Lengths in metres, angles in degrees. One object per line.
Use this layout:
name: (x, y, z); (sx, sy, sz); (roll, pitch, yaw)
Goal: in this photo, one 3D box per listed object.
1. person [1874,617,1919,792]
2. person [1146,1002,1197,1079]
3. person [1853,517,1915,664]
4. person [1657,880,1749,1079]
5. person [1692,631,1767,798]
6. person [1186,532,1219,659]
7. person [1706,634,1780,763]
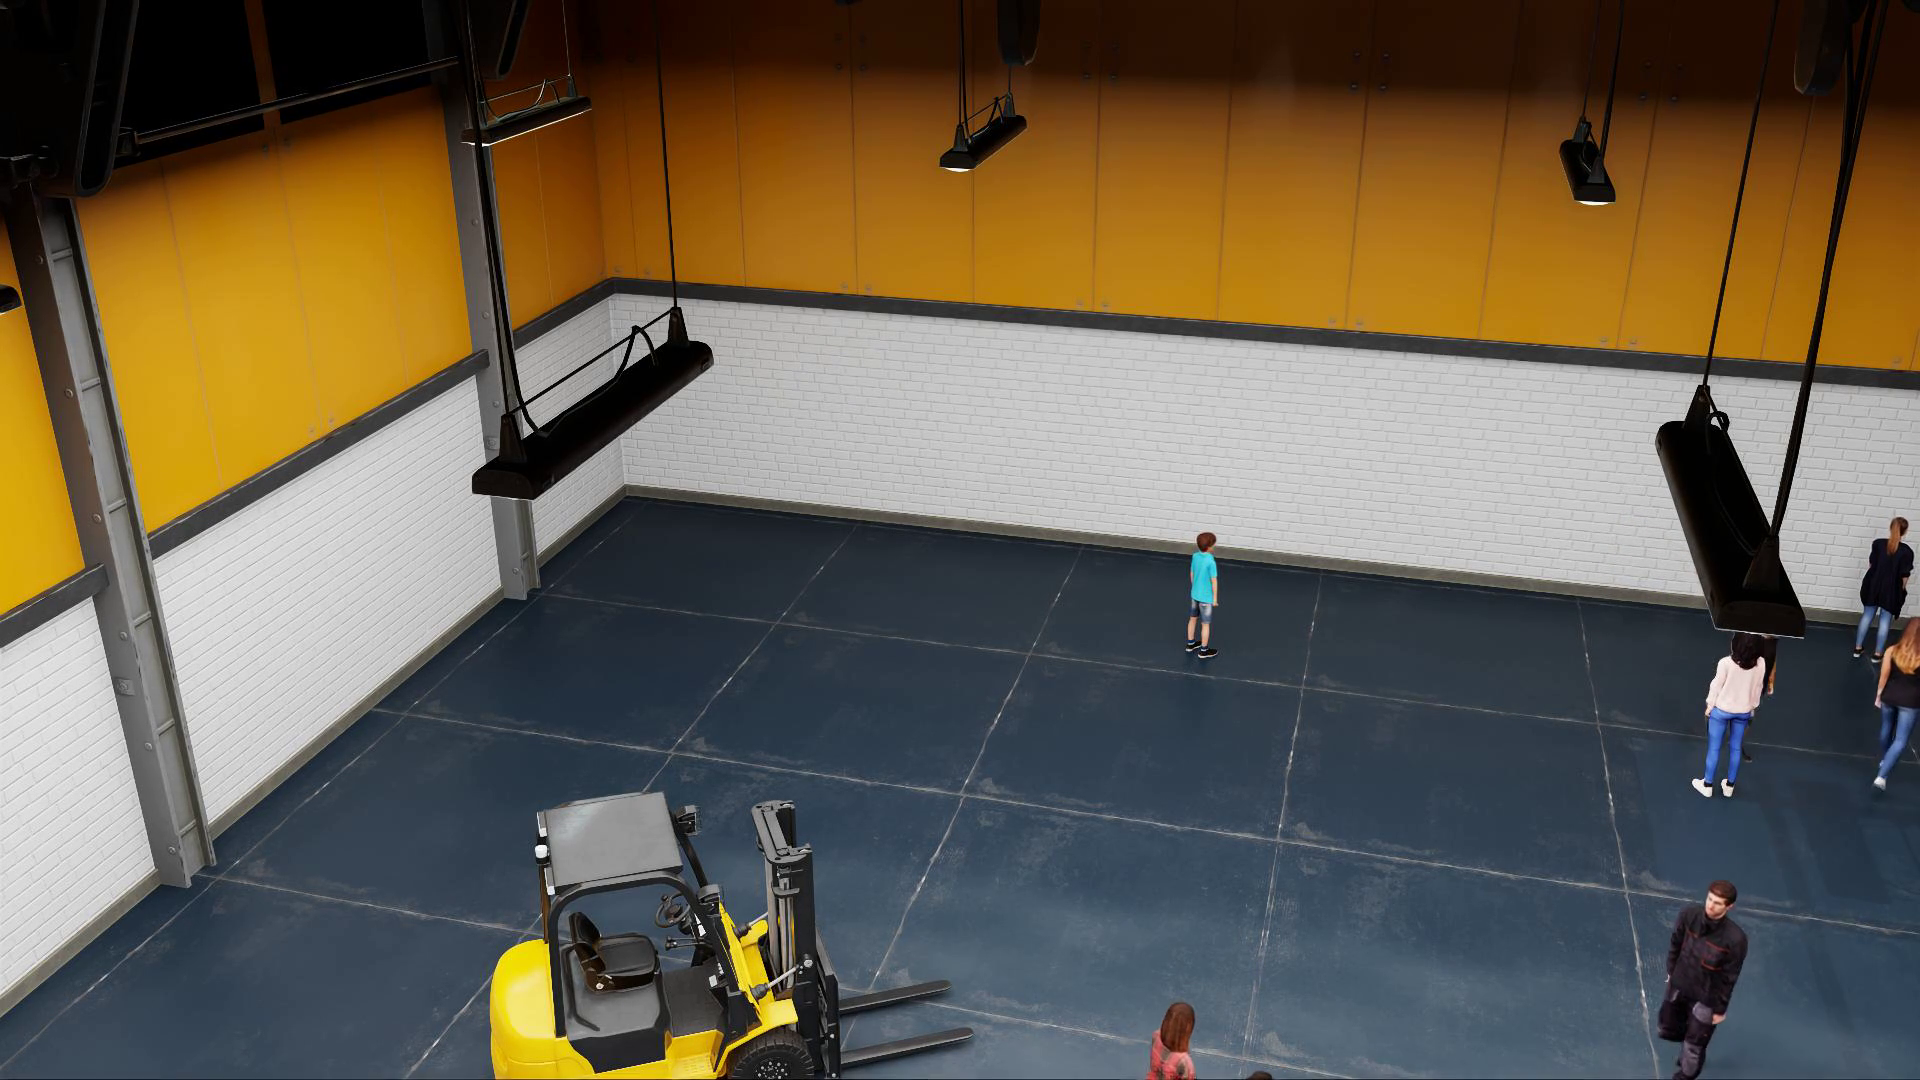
person: (8.881, 1.571, 15.735); (1.158, 1.688, 0.956); (-20, 31, -38)
person: (1.262, 3.767, 10.760); (1.150, 1.650, 1.064); (-16, 29, -33)
person: (10.071, 0.527, 18.128); (0.744, 1.685, 0.719); (-19, 30, -36)
person: (5.321, 3.192, 11.857); (1.035, 1.825, 0.971); (-14, 27, -30)
person: (7.223, 1.599, 15.570); (0.699, 1.769, 0.626); (1, 24, 1)
person: (2.669, 0.580, 18.302); (0.635, 1.449, 0.591); (-16, 28, -32)
person: (7.676, 1.352, 16.279); (0.805, 1.653, 0.889); (-8, 25, -17)
